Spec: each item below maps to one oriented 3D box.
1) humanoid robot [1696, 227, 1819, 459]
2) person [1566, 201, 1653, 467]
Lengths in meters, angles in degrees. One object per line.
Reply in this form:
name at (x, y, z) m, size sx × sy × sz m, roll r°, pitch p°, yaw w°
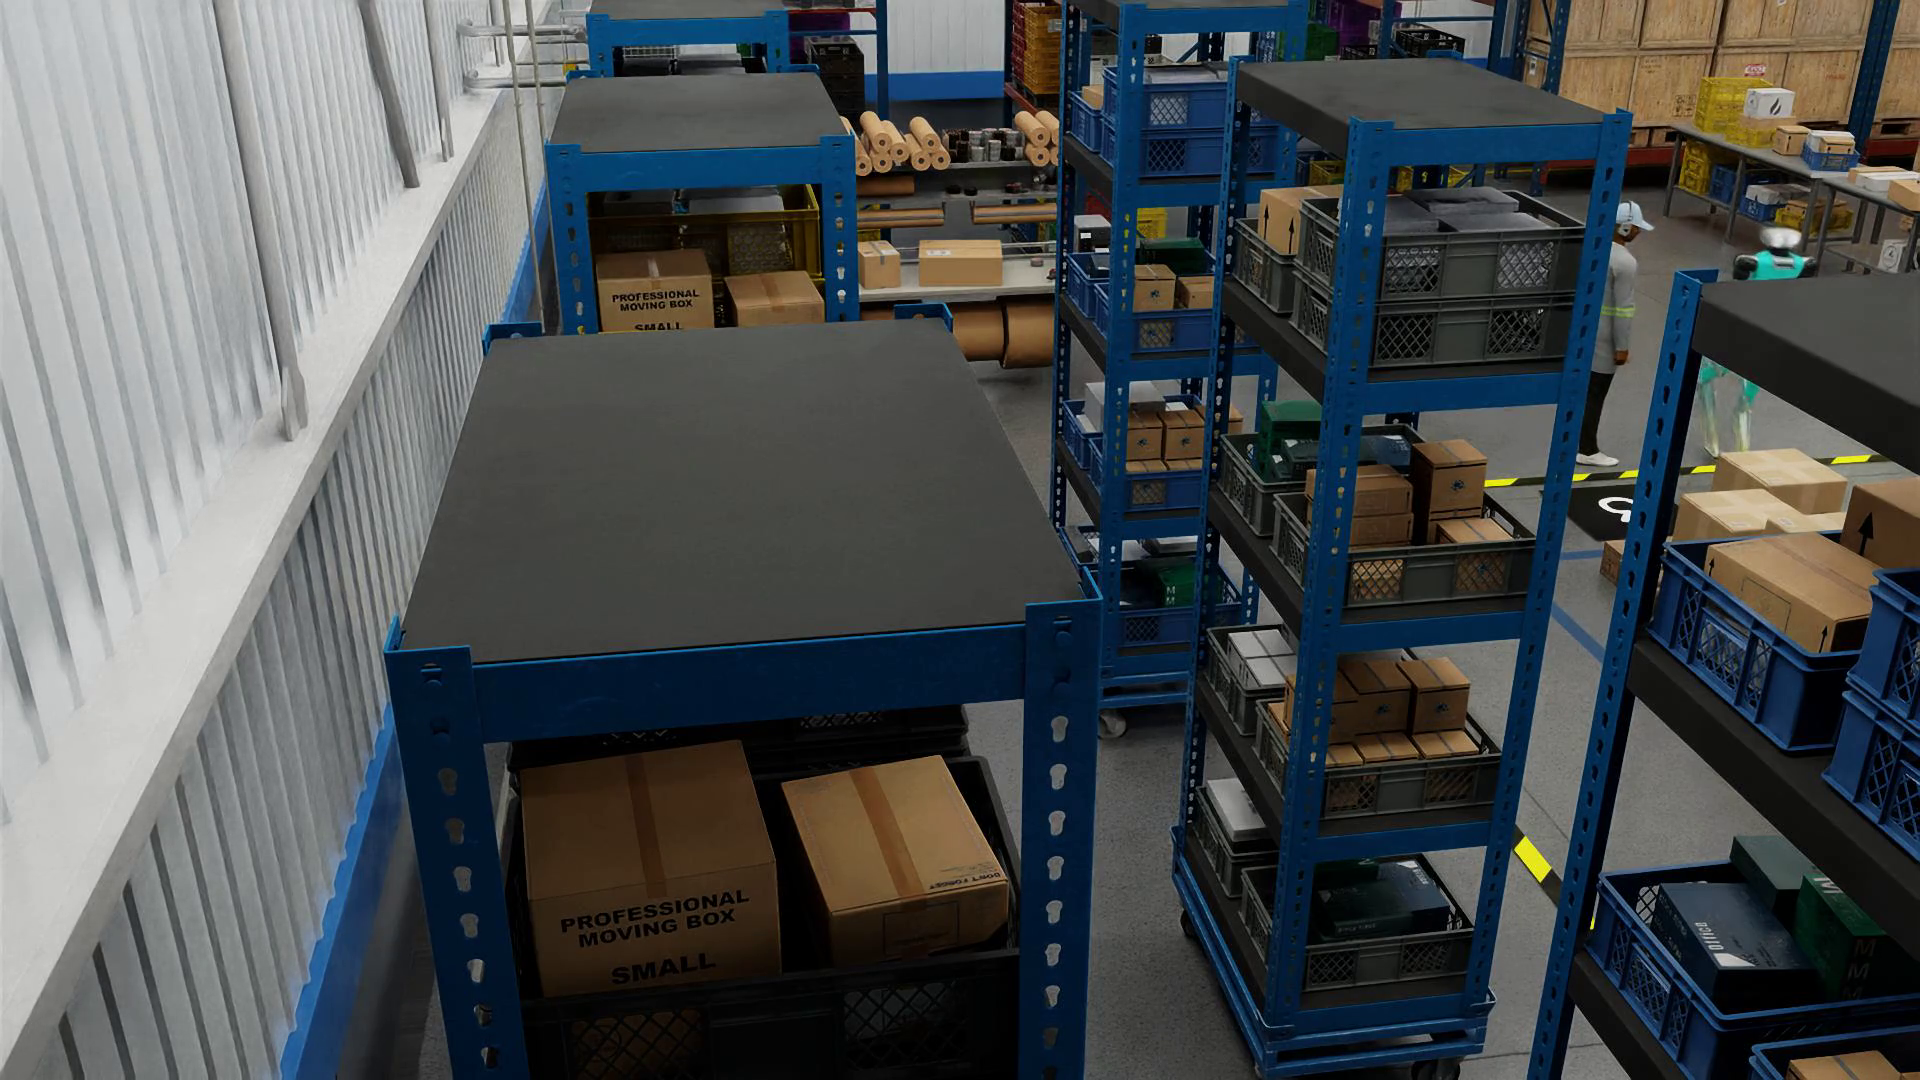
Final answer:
humanoid robot at (5.369, -1.317, 11.438) m, size 0.540 × 1.804 × 0.755 m, roll 1°, pitch 25°, yaw 2°
person at (4.465, -1.427, 11.512) m, size 0.404 × 1.847 × 0.587 m, roll -4°, pitch 25°, yaw -10°
